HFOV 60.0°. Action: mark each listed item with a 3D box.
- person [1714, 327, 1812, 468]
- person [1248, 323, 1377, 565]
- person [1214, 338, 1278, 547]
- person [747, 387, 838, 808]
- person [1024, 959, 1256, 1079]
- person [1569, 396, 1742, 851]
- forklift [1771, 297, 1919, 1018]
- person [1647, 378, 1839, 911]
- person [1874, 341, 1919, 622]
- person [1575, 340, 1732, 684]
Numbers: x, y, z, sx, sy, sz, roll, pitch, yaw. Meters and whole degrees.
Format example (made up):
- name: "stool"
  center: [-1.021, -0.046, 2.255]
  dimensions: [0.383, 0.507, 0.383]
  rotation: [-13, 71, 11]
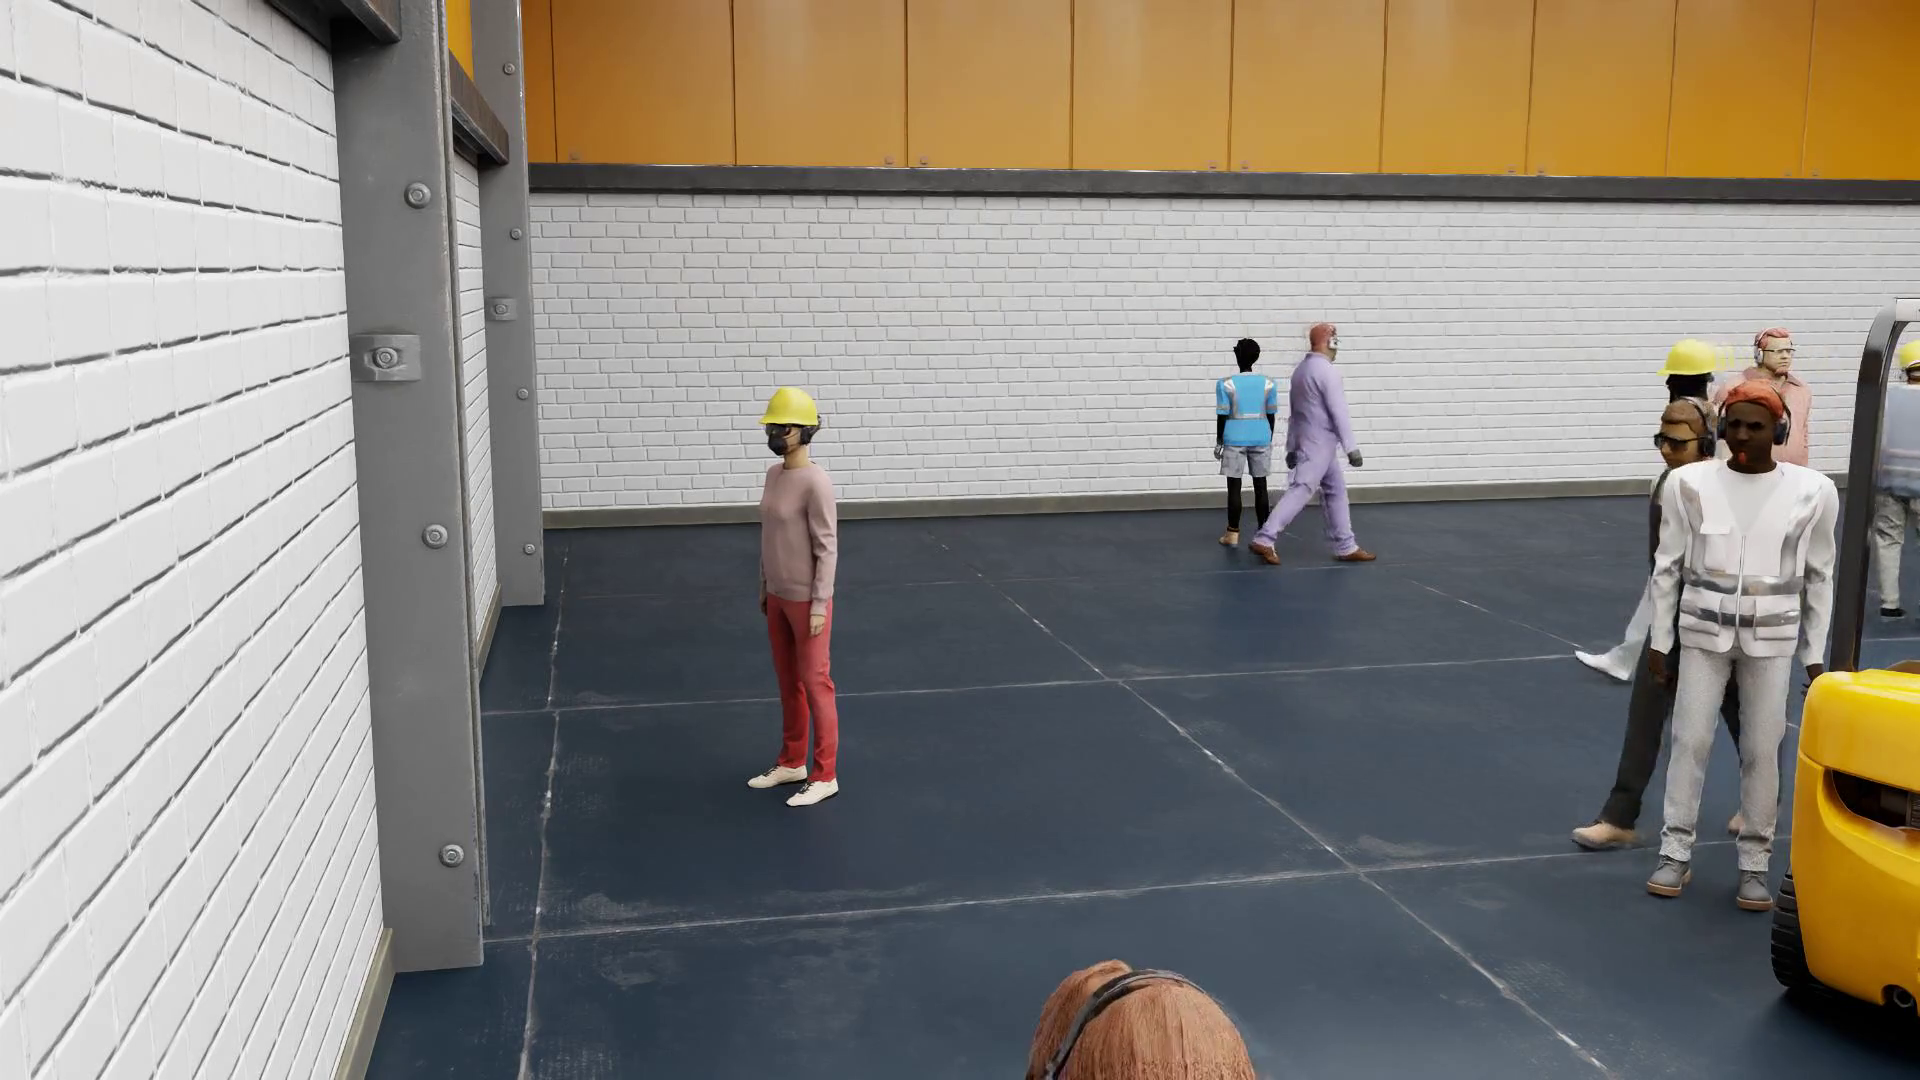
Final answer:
- name: "person"
  center: [4.901, -0.337, 10.138]
  dimensions: [0.643, 1.909, 0.409]
  rotation: [-2, 10, -14]
- name: "person"
  center: [2.692, -0.730, 12.709]
  dimensions: [1.009, 1.852, 0.657]
  rotation: [0, 9, -1]
- name: "person"
  center: [2.314, -0.784, 13.496]
  dimensions: [0.534, 1.697, 0.322]
  rotation: [-2, 9, -9]
- name: "person"
  center: [-0.706, 0.237, 7.061]
  dimensions: [0.301, 1.772, 0.531]
  rotation: [-6, 11, -34]
- name: "person"
  center: [0.158, 1.195, 1.666]
  dimensions: [0.519, 1.617, 0.536]
  rotation: [-4, 10, -24]
- name: "person"
  center: [2.887, 0.331, 6.489]
  dimensions: [1.005, 1.790, 0.533]
  rotation: [-4, 10, -23]
- name: "forklift"
  center: [3.542, 0.334, 5.177]
  dimensions: [2.313, 2.155, 1.214]
  rotation: [-9, 13, -43]
- name: "person"
  center: [2.753, 0.369, 5.900]
  dimensions: [0.584, 1.882, 0.337]
  rotation: [5, 11, 27]
- name: "person"
  center: [6.004, -0.345, 10.518]
  dimensions: [0.631, 1.804, 0.443]
  rotation: [7, 12, 37]
- name: "person"
  center: [3.730, -0.093, 8.718]
  dimensions: [0.952, 1.882, 0.627]
  rotation: [5, 10, 27]
